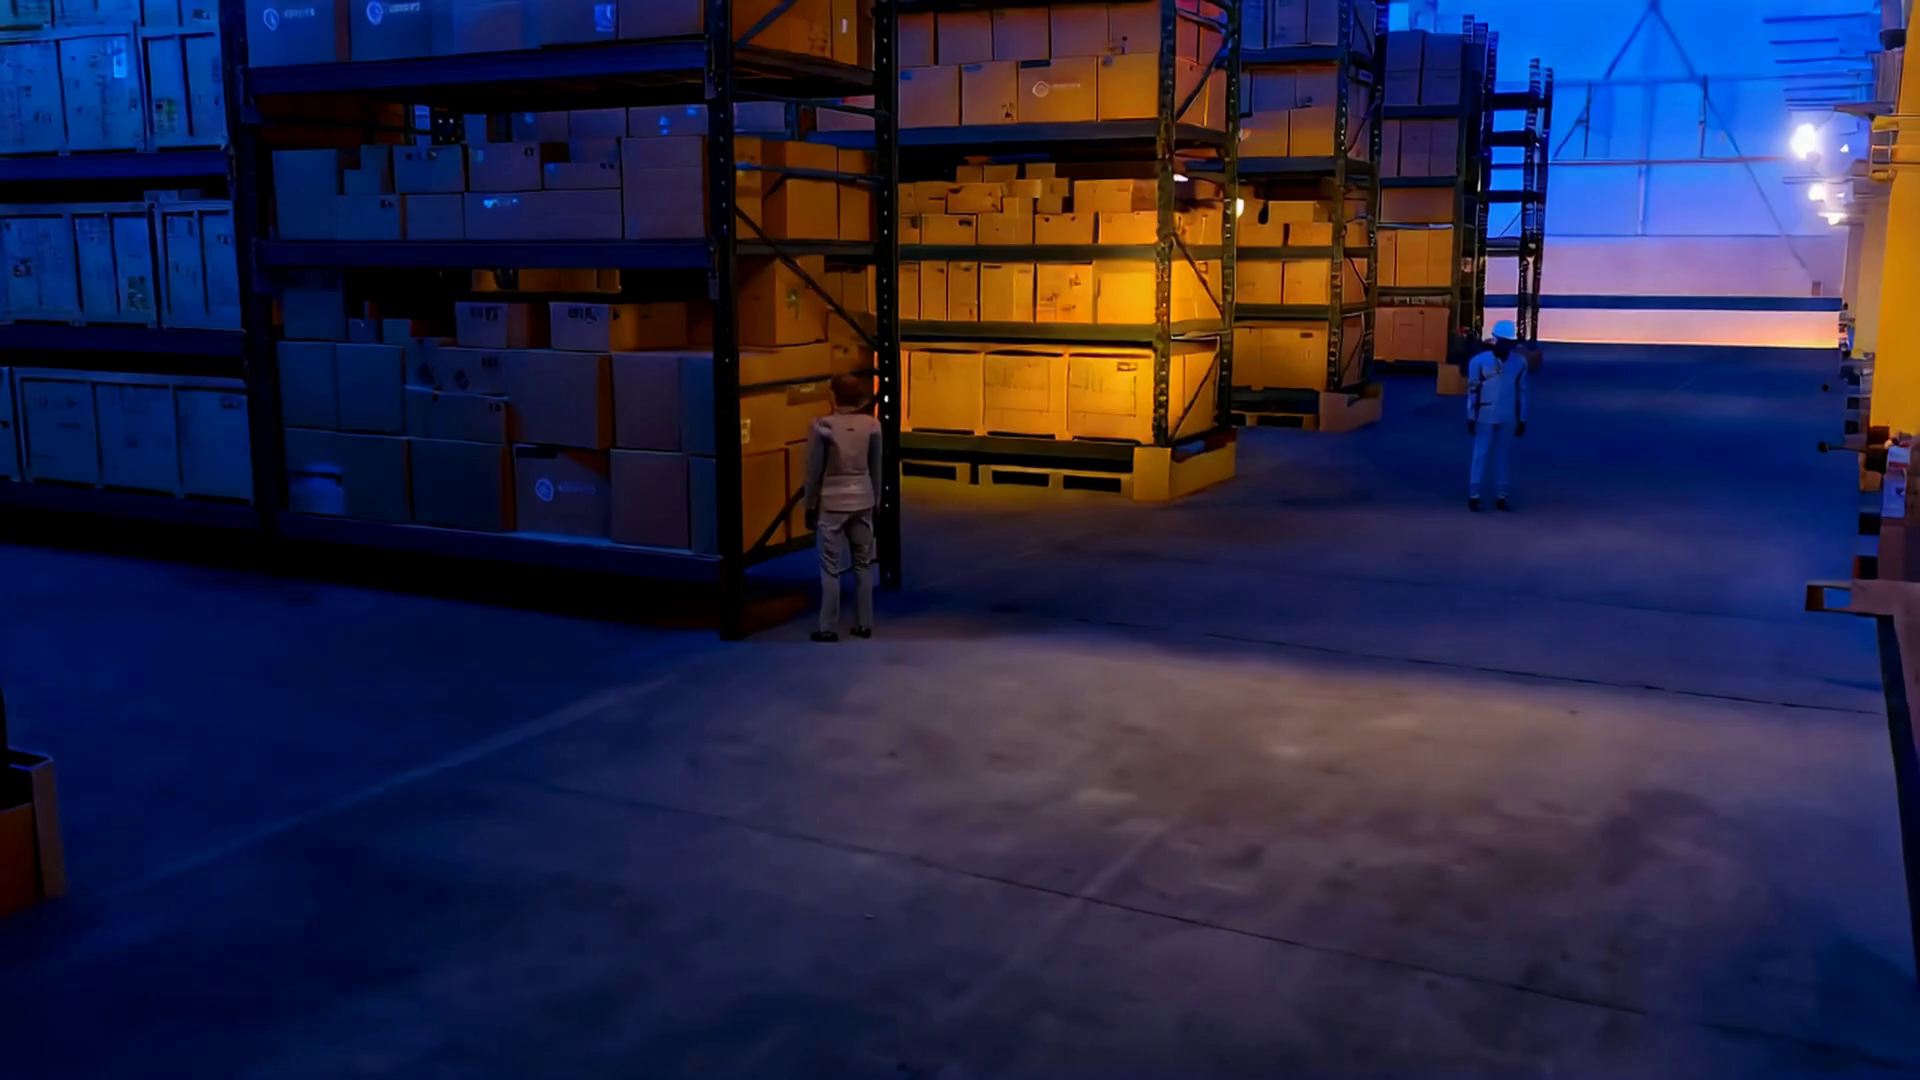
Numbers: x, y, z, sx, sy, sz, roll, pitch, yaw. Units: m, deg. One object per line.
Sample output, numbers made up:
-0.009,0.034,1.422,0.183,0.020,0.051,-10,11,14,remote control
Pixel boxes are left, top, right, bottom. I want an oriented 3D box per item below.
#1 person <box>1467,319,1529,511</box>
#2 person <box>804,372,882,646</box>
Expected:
4.862,-1.122,15.032,0.564,1.743,0.351,-1,10,-4,person
-0.685,-0.185,9.930,0.523,1.631,0.319,-7,12,-34,person
